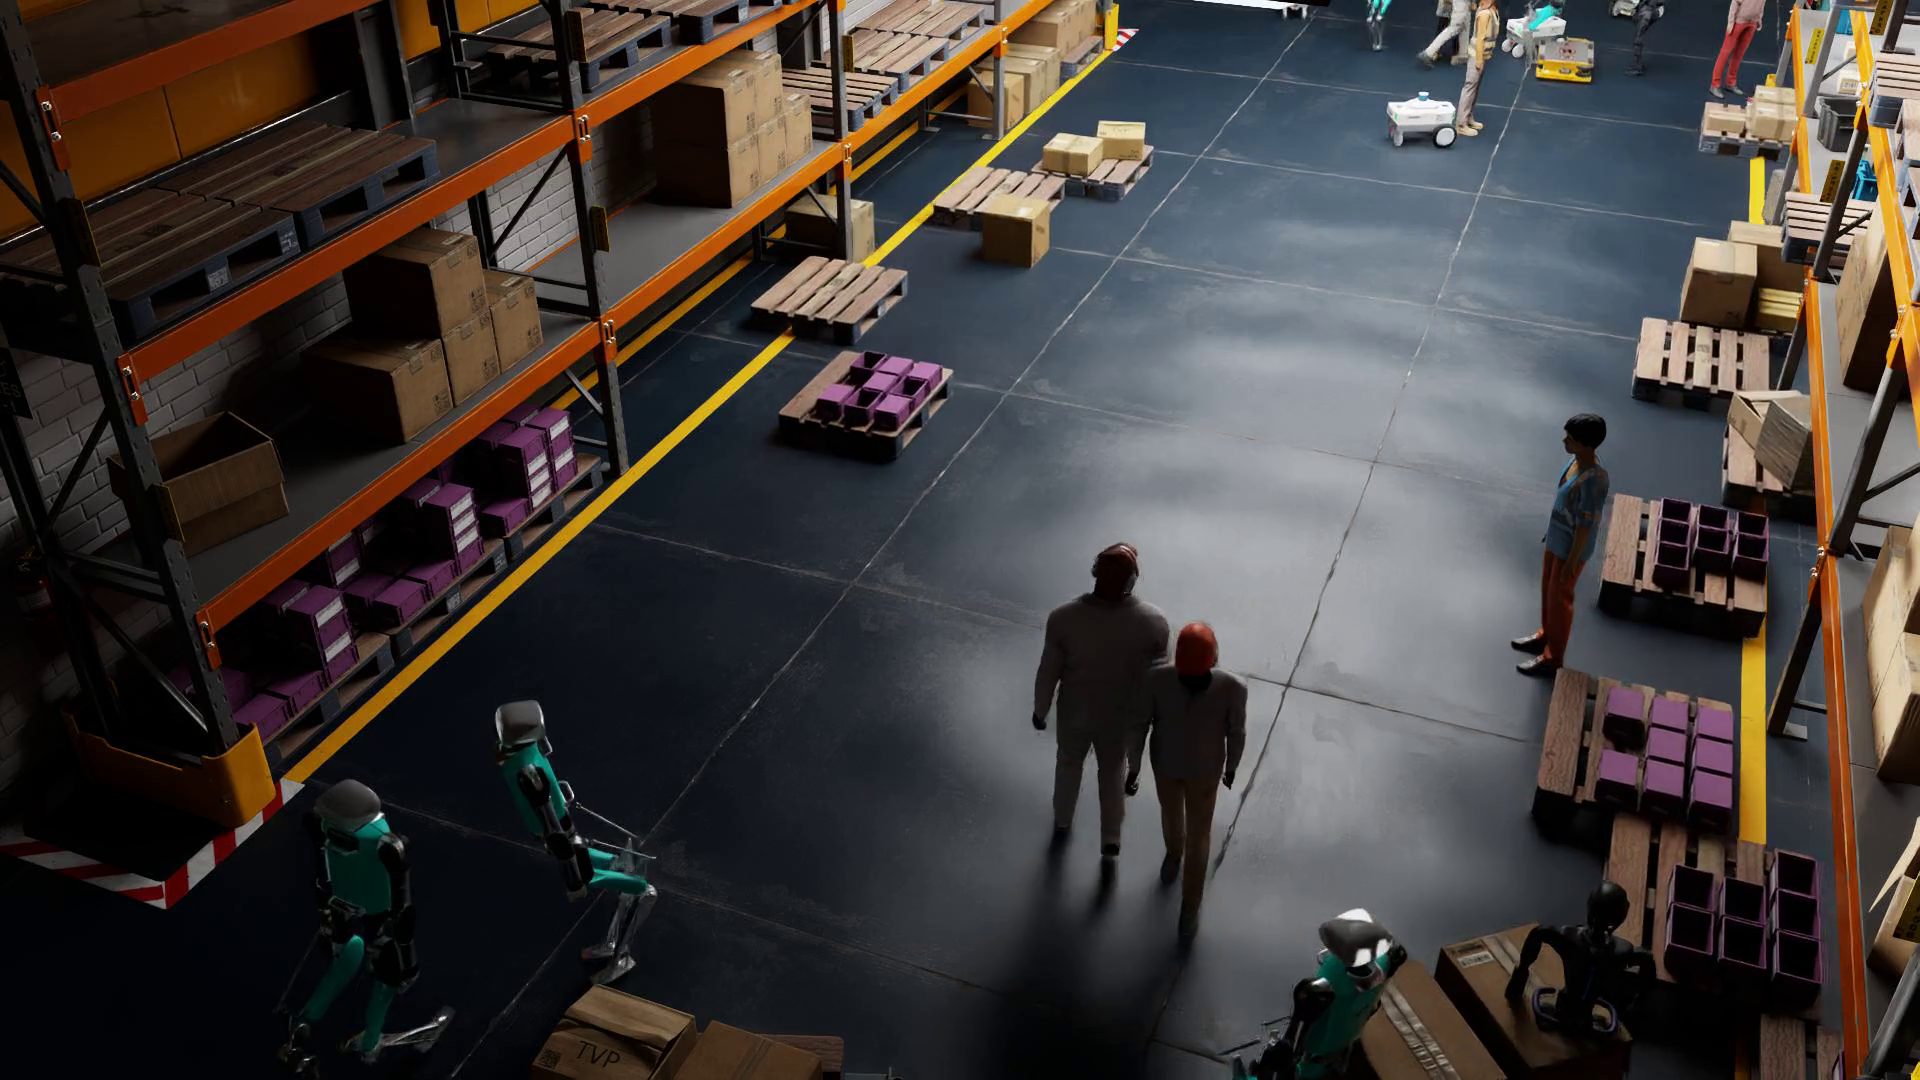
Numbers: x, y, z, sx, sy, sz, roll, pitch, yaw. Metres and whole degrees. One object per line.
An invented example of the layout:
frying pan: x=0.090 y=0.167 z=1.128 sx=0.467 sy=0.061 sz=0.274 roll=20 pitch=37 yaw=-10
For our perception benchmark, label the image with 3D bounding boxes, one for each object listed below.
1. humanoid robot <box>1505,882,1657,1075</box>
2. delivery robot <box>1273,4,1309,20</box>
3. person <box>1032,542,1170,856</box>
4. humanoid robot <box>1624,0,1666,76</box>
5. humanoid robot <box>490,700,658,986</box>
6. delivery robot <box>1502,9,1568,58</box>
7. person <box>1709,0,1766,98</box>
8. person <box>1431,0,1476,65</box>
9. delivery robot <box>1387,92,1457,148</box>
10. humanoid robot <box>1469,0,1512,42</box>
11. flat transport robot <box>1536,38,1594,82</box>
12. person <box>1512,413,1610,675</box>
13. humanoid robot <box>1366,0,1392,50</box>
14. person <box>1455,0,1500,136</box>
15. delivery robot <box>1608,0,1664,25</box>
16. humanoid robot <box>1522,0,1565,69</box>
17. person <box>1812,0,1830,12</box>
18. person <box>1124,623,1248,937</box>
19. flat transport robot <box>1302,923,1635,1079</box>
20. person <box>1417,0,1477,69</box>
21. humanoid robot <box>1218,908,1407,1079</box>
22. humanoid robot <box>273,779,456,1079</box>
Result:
humanoid robot: x=2.582 y=2.063 z=7.100 sx=0.591 sy=1.657 sz=0.383 roll=10 pitch=34 yaw=15
delivery robot: x=4.615 y=-7.540 z=23.014 sx=0.499 sy=0.614 sz=0.808 roll=2 pitch=33 yaw=3
person: x=0.731 y=0.878 z=8.756 sx=0.708 sy=1.878 sz=0.629 roll=0 pitch=33 yaw=0
humanoid robot: x=8.489 y=-6.596 z=20.497 sx=0.326 sy=1.648 sz=0.586 roll=3 pitch=33 yaw=5
humanoid robot: x=-1.771 y=1.434 z=7.983 sx=0.757 sy=1.738 sz=0.531 roll=-16 pitch=36 yaw=-24
delivery robot: x=7.420 y=-6.546 z=21.447 sx=0.774 sy=0.581 sz=0.499 roll=-8 pitch=34 yaw=-12
person: x=9.321 y=-6.149 z=19.729 sx=0.525 sy=1.767 sz=0.329 roll=-13 pitch=35 yaw=-19
person: x=6.238 y=-6.835 z=20.861 sx=0.534 sy=1.693 sz=0.320 roll=24 pitch=40 yaw=32
delivery robot: x=5.180 y=-4.701 z=18.621 sx=0.785 sy=0.614 sz=0.523 roll=-2 pitch=33 yaw=-3
humanoid robot: x=7.064 y=-7.284 z=21.619 sx=0.673 sy=1.638 sz=0.613 roll=-9 pitch=34 yaw=-13
flat transport robot: x=7.648 y=-6.095 z=21.024 sx=0.659 sy=0.231 sz=1.431 roll=10 pitch=34 yaw=15
person: x=3.704 y=0.023 z=10.187 sx=0.335 sy=1.759 sz=0.493 roll=3 pitch=33 yaw=4
humanoid robot: x=5.408 y=-7.100 z=21.223 sx=0.547 sy=1.786 sz=0.758 roll=25 pitch=41 yaw=34
person: x=5.847 y=-5.427 z=18.609 sx=0.337 sy=1.768 sz=0.455 roll=14 pitch=35 yaw=20
delivery robot: x=9.335 y=-7.405 z=22.781 sx=0.769 sy=0.587 sz=0.499 roll=-20 pitch=38 yaw=-27
humanoid robot: x=7.307 y=-6.745 z=20.712 sx=0.783 sy=1.800 sz=0.530 roll=12 pitch=35 yaw=18
person: x=10.815 y=-6.773 z=20.603 sx=0.528 sy=1.866 sz=0.393 roll=-17 pitch=37 yaw=-25
person: x=1.123 y=1.181 z=8.422 sx=0.584 sy=1.721 sz=0.740 roll=8 pitch=34 yaw=12
flat transport robot: x=2.196 y=2.704 z=7.407 sx=0.659 sy=0.231 sz=1.431 roll=-10 pitch=34 yaw=-15
person: x=6.172 y=-6.766 z=20.602 sx=0.858 sy=1.874 sz=0.539 roll=-4 pitch=33 yaw=-7
humanoid robot: x=1.360 y=2.123 z=6.991 sx=0.544 sy=1.807 sz=0.772 roll=-21 pitch=38 yaw=-28
humanoid robot: x=-2.711 y=1.917 z=7.312 sx=0.546 sy=1.750 sz=1.039 roll=14 pitch=36 yaw=21
